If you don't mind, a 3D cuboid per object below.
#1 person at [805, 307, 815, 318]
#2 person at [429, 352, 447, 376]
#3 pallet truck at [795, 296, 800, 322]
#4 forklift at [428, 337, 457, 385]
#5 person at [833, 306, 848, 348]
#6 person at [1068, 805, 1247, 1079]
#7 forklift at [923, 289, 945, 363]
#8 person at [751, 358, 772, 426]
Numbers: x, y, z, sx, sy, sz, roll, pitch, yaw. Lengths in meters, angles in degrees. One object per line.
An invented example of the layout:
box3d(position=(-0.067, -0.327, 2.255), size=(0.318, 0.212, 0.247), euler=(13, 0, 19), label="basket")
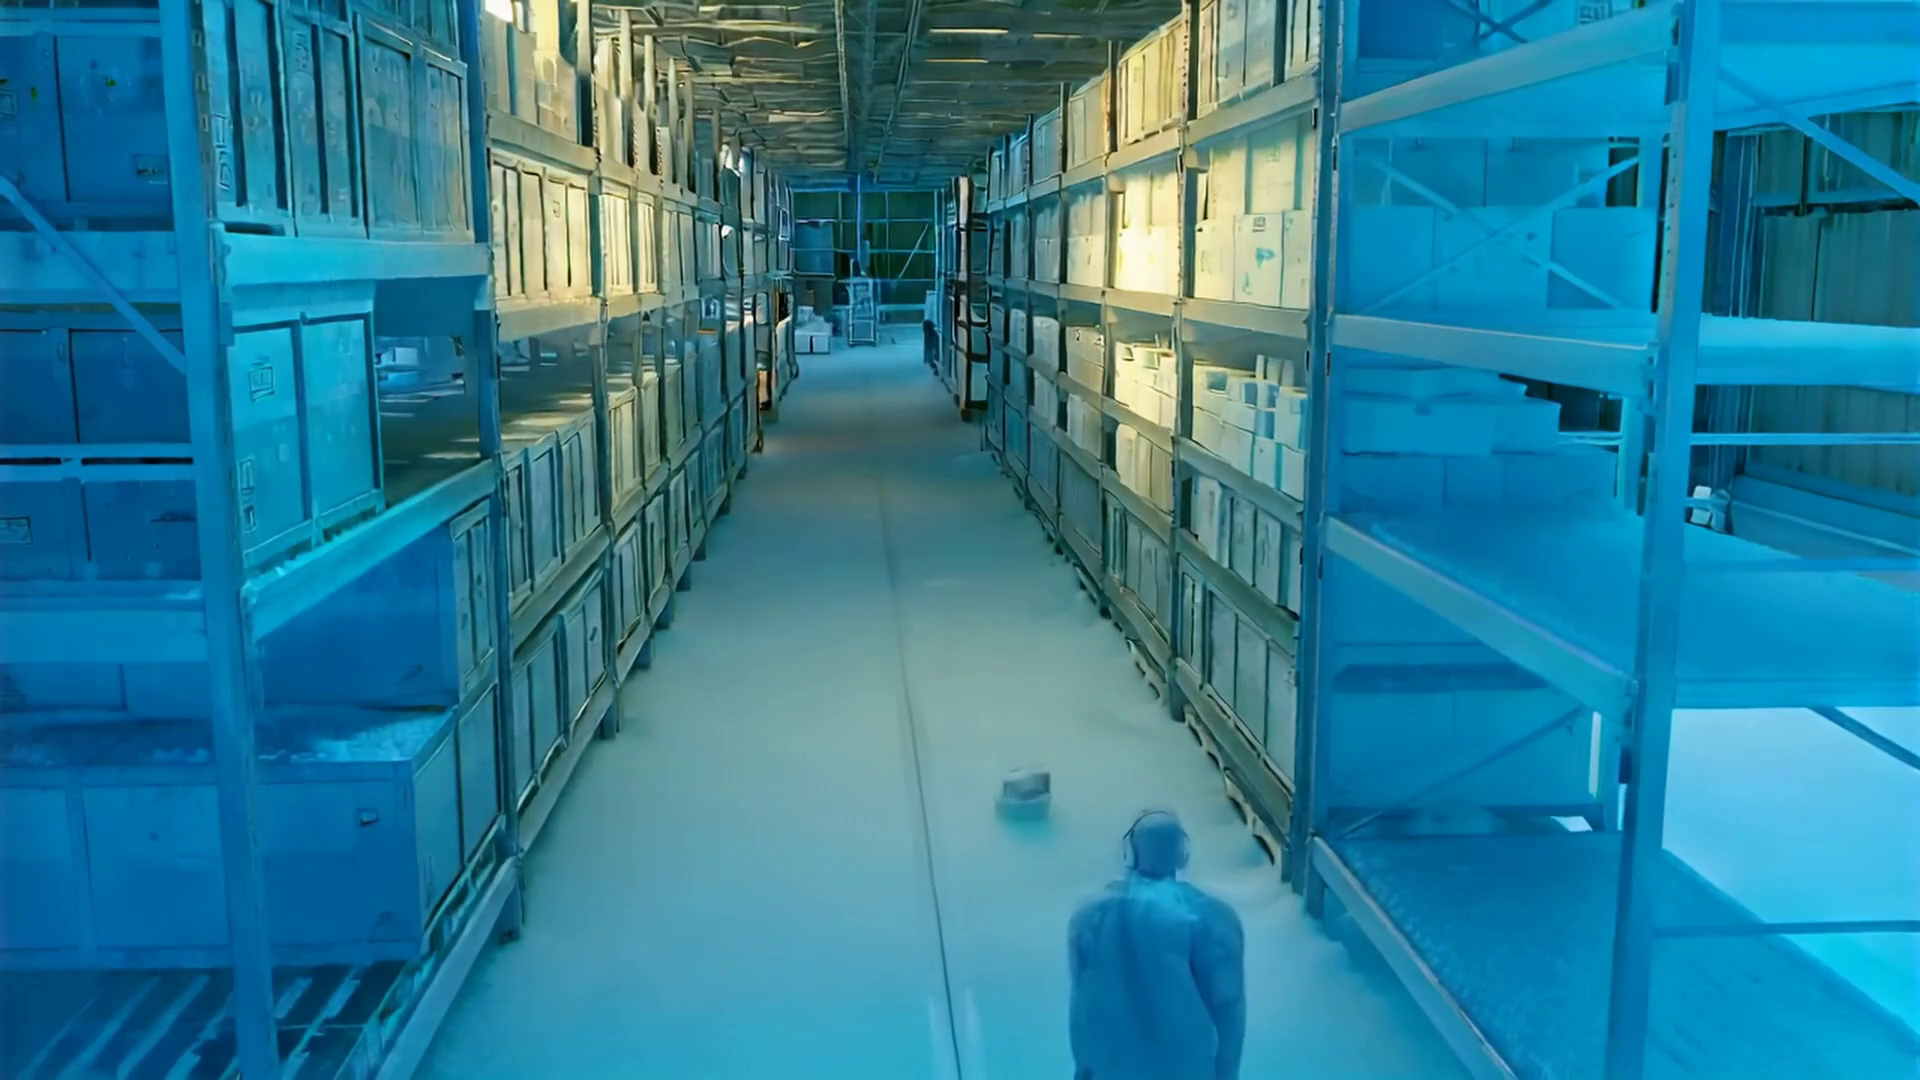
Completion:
box3d(position=(-6.509, -9.278, 72.897), size=(0.713, 1.879, 0.610), euler=(7, 12, 34), label="person")
box3d(position=(-11.293, -3.163, 36.041), size=(1.082, 1.987, 0.619), euler=(2, 10, 14), label="person")
box3d(position=(-8.622, -12.439, 91.403), size=(1.885, 1.965, 0.823), euler=(2, 10, 13), label="pallet truck")
box3d(position=(-11.122, -3.563, 35.752), size=(1.873, 2.768, 1.129), euler=(-1, 10, -3), label="forklift")
box3d(position=(-5.332, -9.482, 74.041), size=(0.785, 1.906, 0.643), euler=(3, 10, 19), label="person")
box3d(position=(0.711, 1.894, 6.057), size=(0.643, 1.908, 0.411), euler=(0, 10, 3), label="person")
box3d(position=(-0.826, -8.165, 63.243), size=(1.129, 2.768, 1.873), euler=(-1, 10, -3), label="forklift")
box3d(position=(-4.198, -2.892, 34.910), size=(0.598, 1.817, 0.751), euler=(-9, 13, -43), label="person")
